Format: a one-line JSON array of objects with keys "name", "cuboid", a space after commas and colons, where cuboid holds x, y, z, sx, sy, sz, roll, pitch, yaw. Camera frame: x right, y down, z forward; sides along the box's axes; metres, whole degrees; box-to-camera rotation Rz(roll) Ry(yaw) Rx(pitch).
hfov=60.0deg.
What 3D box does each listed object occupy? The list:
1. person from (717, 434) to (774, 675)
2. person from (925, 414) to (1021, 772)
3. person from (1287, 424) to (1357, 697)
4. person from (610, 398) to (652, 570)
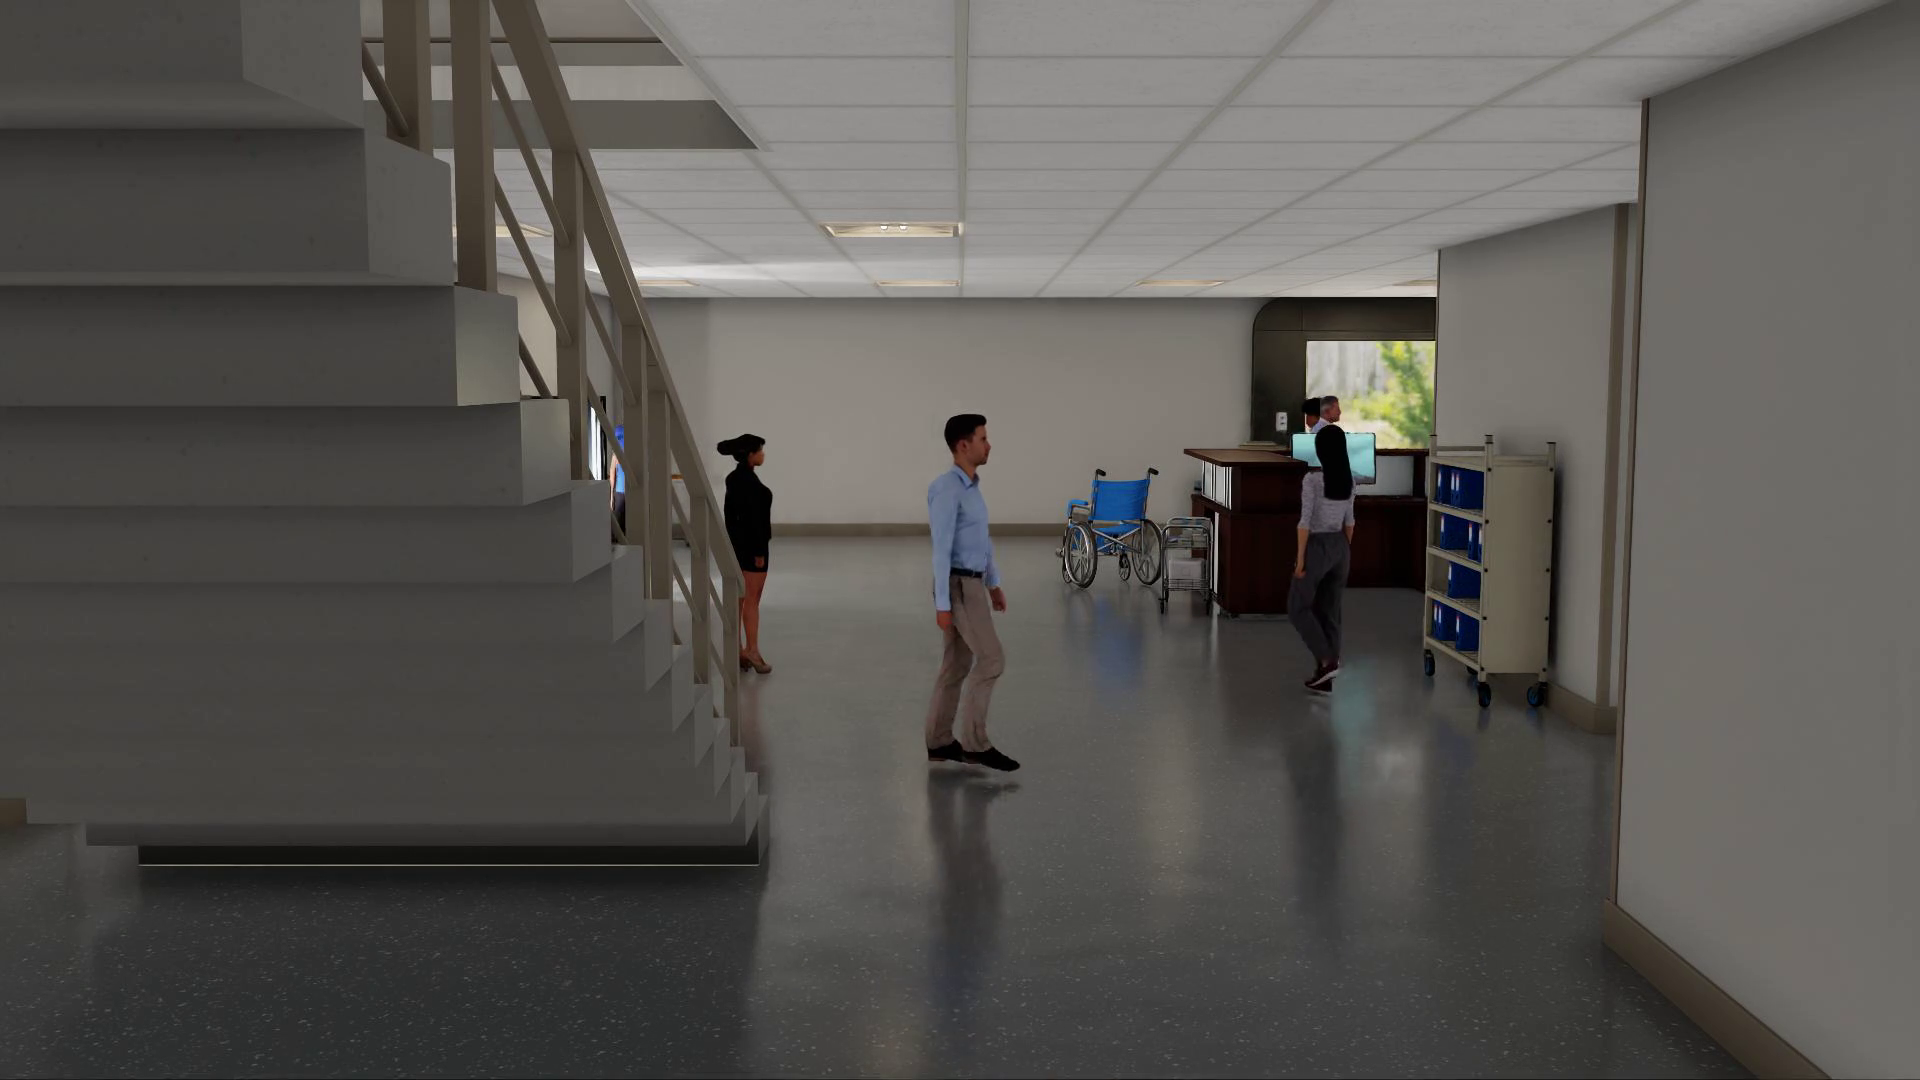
[{"name": "person", "cuboid": [-1.453, 0.088, 11.441, 0.759, 1.640, 0.688, -4, 7, -32]}, {"name": "person", "cuboid": [-0.068, 0.282, 8.609, 0.785, 1.821, 0.755, 1, 6, 9]}, {"name": "person", "cuboid": [2.365, 0.142, 10.503, 0.743, 1.720, 0.781, -3, 6, -27]}, {"name": "person", "cuboid": [-2.995, -0.428, 15.509, 0.851, 1.852, 1.012, 3, 6, 25]}]
